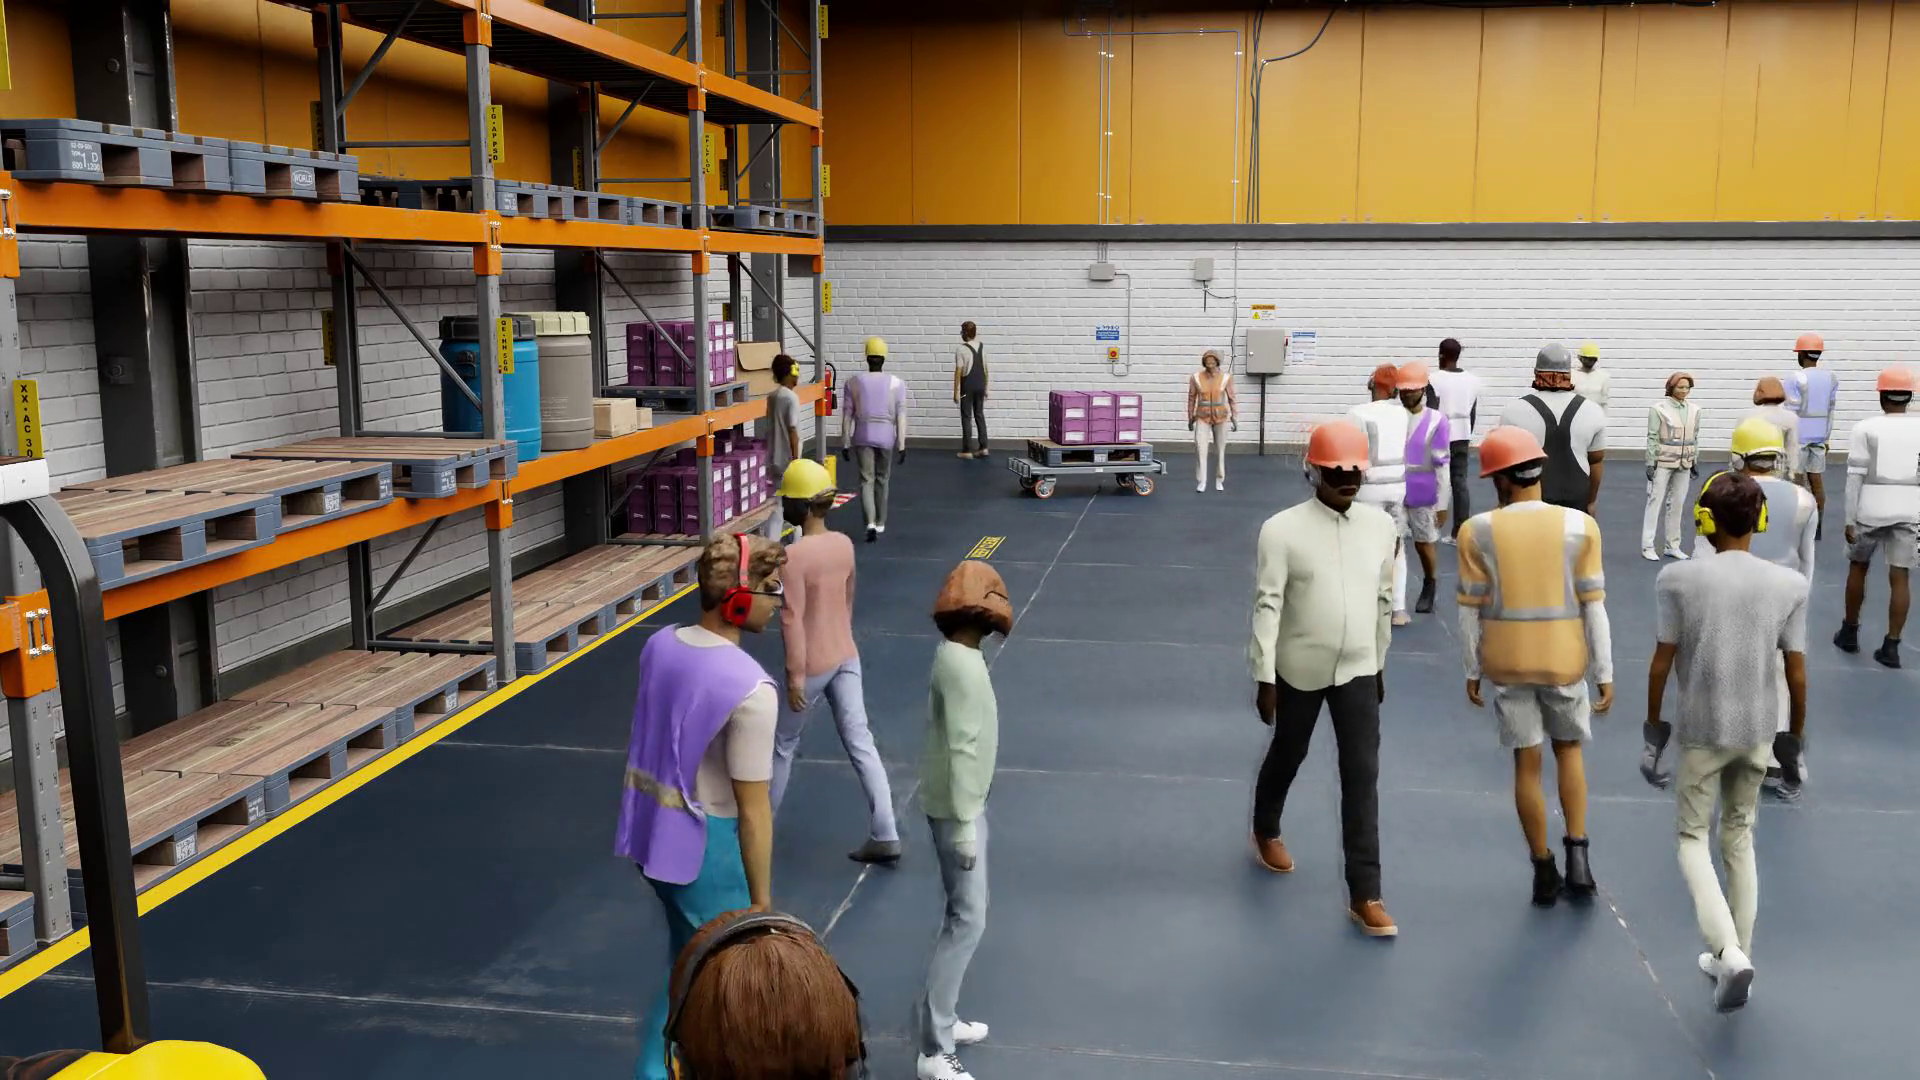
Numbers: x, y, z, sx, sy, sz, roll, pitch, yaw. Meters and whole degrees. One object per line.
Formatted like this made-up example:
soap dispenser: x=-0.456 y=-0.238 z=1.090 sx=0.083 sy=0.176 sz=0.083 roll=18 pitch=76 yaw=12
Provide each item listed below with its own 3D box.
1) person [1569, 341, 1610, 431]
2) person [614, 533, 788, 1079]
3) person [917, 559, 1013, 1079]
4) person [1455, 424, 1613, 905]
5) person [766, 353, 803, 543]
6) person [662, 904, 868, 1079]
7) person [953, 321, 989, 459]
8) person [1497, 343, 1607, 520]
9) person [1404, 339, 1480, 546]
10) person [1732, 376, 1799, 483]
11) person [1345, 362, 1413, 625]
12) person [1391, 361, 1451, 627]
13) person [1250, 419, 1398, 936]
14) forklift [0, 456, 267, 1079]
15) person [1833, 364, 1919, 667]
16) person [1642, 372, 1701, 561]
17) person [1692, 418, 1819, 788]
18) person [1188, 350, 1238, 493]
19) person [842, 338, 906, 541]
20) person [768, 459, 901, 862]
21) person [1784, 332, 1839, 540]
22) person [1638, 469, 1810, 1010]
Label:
person: x=6.828 y=-1.315 z=18.257 sx=0.542 sy=1.747 sz=0.496 roll=0 pitch=9 yaw=0
person: x=-0.683 y=0.884 z=4.459 sx=0.423 sy=1.824 sz=0.596 roll=-7 pitch=12 yaw=-37
person: x=0.015 y=0.867 z=5.247 sx=0.305 sy=1.598 sz=0.633 roll=0 pitch=9 yaw=0
person: x=2.276 y=0.497 z=6.630 sx=0.613 sy=1.896 sz=0.435 roll=3 pitch=10 yaw=16
person: x=-1.420 y=-0.599 z=13.590 sx=0.514 sy=1.832 sz=0.559 roll=-7 pitch=12 yaw=-37
person: x=-0.133 y=1.329 z=1.759 sx=0.649 sy=1.814 sz=0.704 roll=-3 pitch=10 yaw=-16
person: x=0.159 y=-1.988 z=22.130 sx=0.535 sy=1.837 sz=0.353 roll=-6 pitch=11 yaw=-32
person: x=3.871 y=-0.288 z=11.025 sx=0.689 sy=2.000 sz=0.539 roll=1 pitch=9 yaw=4
person: x=4.431 y=-0.911 z=15.359 sx=0.607 sy=1.877 sz=0.913 roll=-3 pitch=10 yaw=-20
person: x=6.901 y=-0.595 z=14.230 sx=0.500 sy=1.612 sz=0.594 roll=1 pitch=9 yaw=6
person: x=2.900 y=-0.300 z=11.648 sx=0.727 sy=1.876 sz=0.366 roll=-4 pitch=10 yaw=-24
person: x=3.230 y=-0.340 z=11.840 sx=0.552 sy=1.897 sz=0.964 roll=5 pitch=10 yaw=28
person: x=1.419 y=0.480 z=6.595 sx=0.638 sy=1.949 sz=1.031 roll=-2 pitch=9 yaw=-13
forklift: x=-2.328 y=0.975 z=2.765 sx=2.313 sy=2.155 sz=1.214 roll=1 pitch=9 yaw=9
person: x=5.984 y=-0.175 z=10.754 sx=0.563 sy=1.902 sz=0.843 roll=3 pitch=10 yaw=17
person: x=6.165 y=-0.635 z=14.405 sx=0.523 sy=1.636 sz=0.311 roll=-2 pitch=10 yaw=-15
person: x=3.919 y=0.284 z=8.282 sx=0.611 sy=1.782 sz=0.956 roll=1 pitch=9 yaw=4
person: x=2.848 y=-1.327 z=18.753 sx=0.557 sy=1.605 sz=0.754 roll=2 pitch=9 yaw=10
person: x=-0.800 y=-0.946 z=15.557 sx=0.596 sy=1.888 sz=0.939 roll=-1 pitch=9 yaw=-5
person: x=-0.626 y=0.511 z=7.075 sx=0.933 sy=1.714 sz=0.541 roll=6 pitch=11 yaw=33
person: x=7.824 y=-0.952 z=15.434 sx=0.550 sy=1.935 sz=0.376 roll=-3 pitch=10 yaw=-16
person: x=2.591 y=0.693 z=5.594 sx=0.550 sy=1.841 sz=0.612 roll=1 pitch=9 yaw=7
